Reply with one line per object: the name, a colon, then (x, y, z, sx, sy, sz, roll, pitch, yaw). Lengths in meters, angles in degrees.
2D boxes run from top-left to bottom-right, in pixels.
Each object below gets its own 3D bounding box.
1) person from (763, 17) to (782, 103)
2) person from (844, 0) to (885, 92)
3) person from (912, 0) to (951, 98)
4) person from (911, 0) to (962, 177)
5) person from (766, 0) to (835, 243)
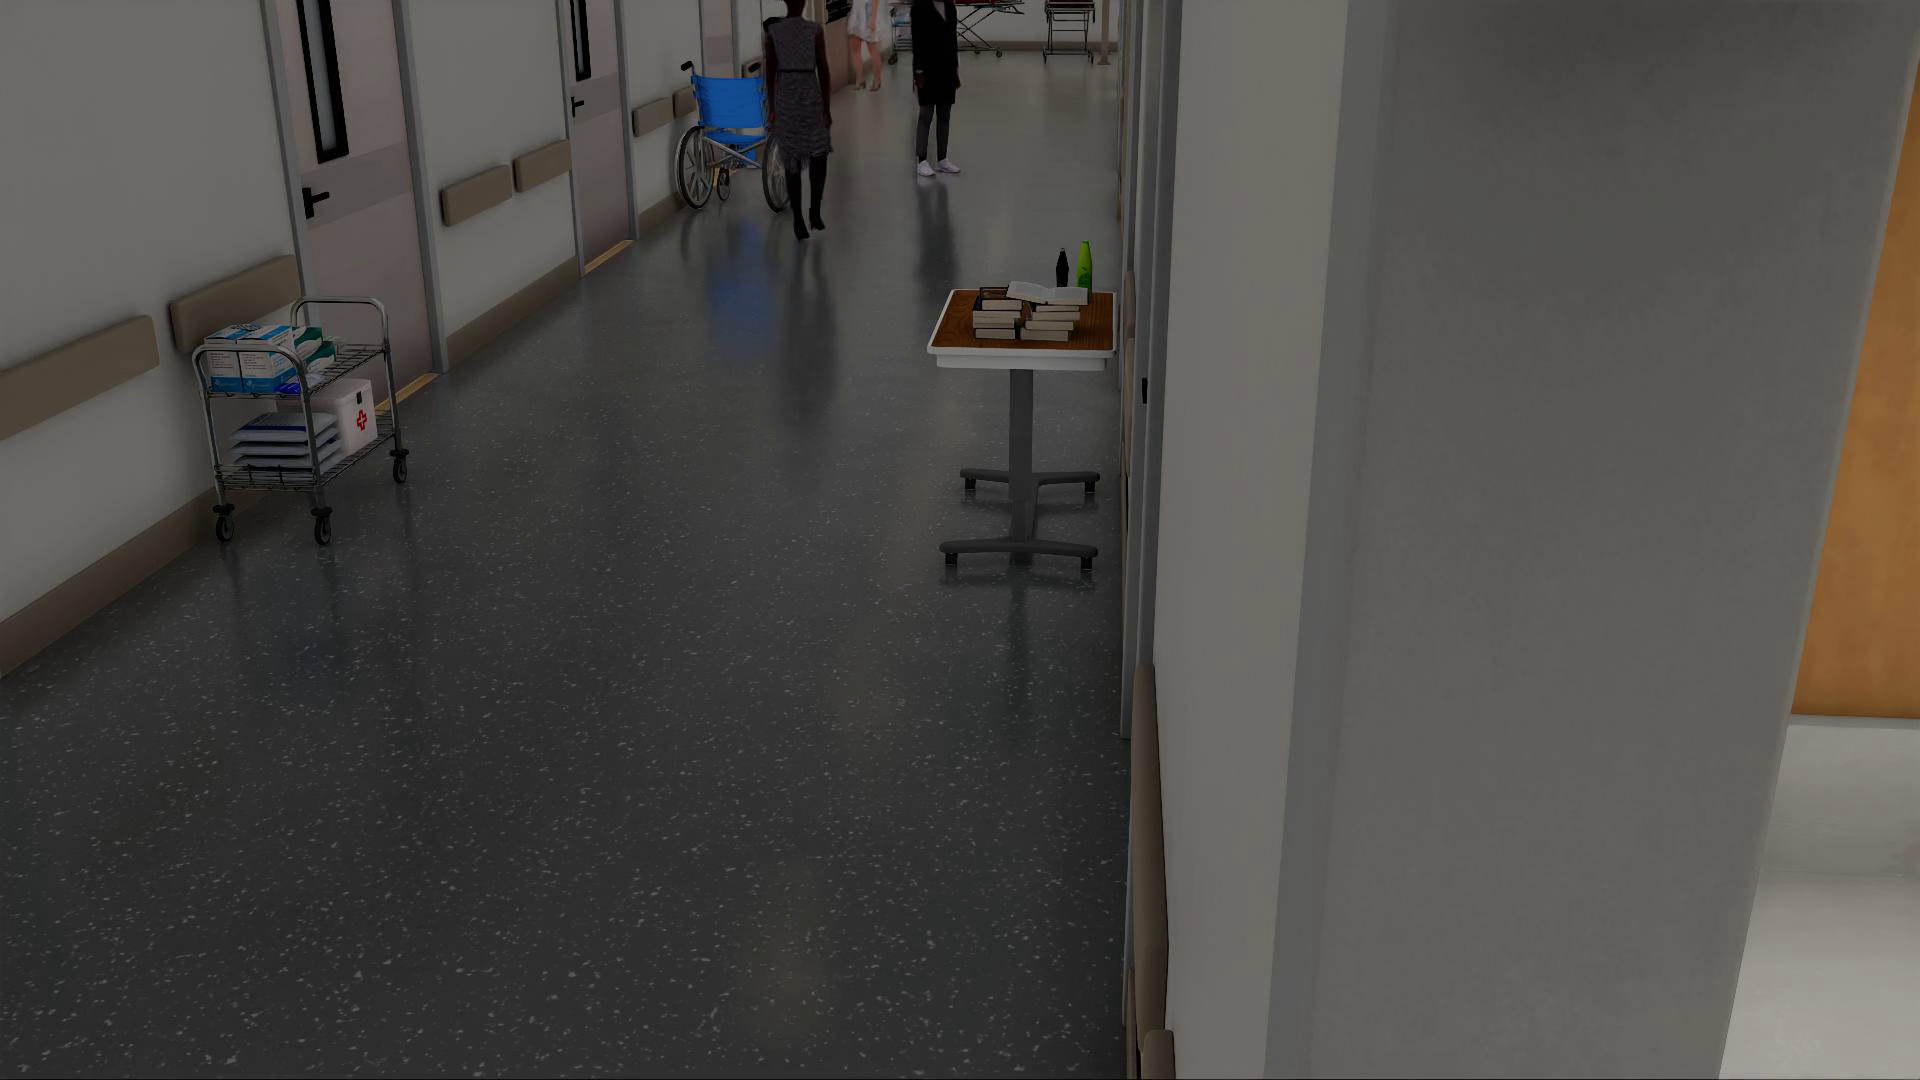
person: (-1.876, -4.725, 17.036, 0.637, 1.221, 0.510, 8, 22, 21)
person: (-1.169, -6.617, 21.304, 0.836, 1.735, 0.948, 18, 27, 40)
person: (-0.391, -6.376, 20.567, 0.771, 1.806, 1.196, 5, 21, 12)
person: (-0.218, -4.145, 14.743, 0.715, 1.760, 0.774, -16, 26, -37)
person: (-1.145, -2.973, 11.623, 0.655, 1.778, 0.690, 3, 21, 8)
